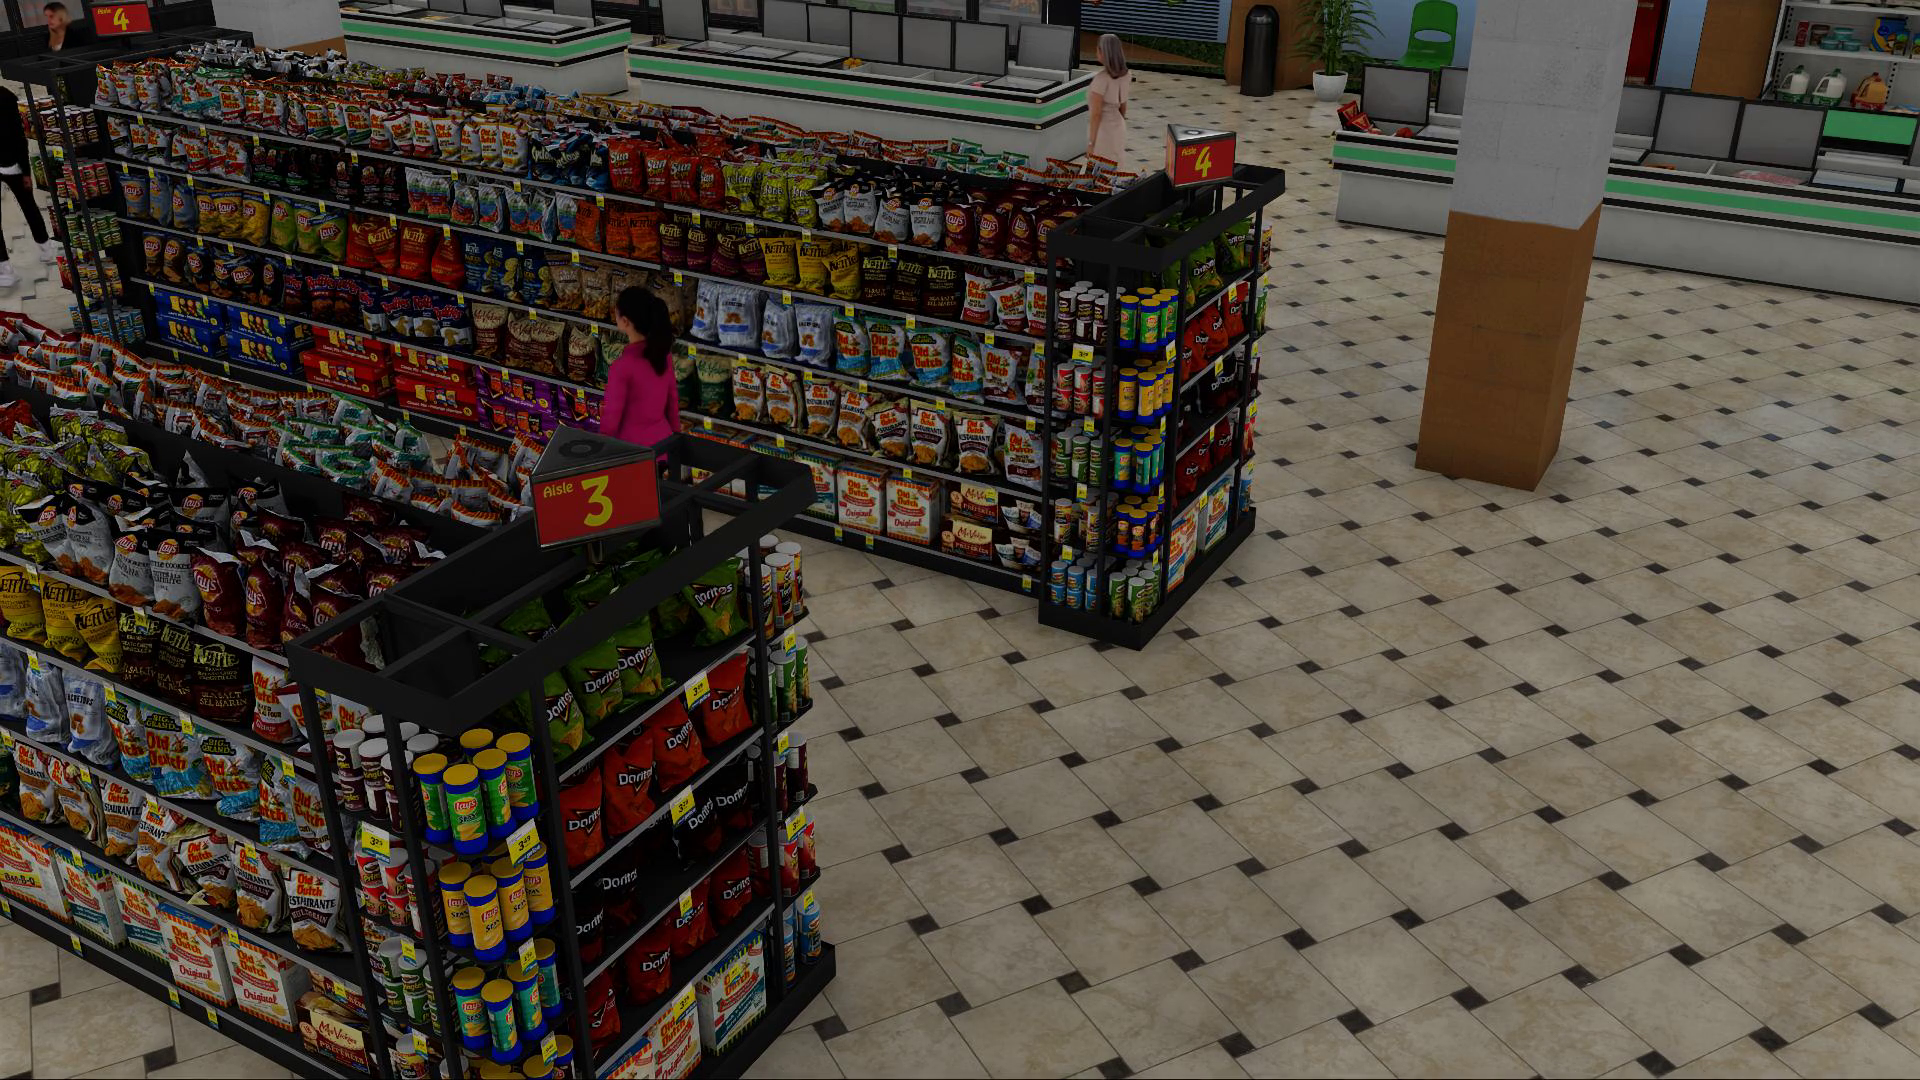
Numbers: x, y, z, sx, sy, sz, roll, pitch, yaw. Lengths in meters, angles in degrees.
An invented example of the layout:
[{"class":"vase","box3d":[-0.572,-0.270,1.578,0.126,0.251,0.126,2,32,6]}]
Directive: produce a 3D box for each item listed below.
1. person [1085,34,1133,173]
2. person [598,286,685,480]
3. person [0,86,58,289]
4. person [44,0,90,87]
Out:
[{"class":"person","box3d":[1.199,-3.200,13.457,0.602,1.734,0.632,21,34,36]},{"class":"person","box3d":[-1.413,-0.347,7.913,1.134,1.660,0.662,12,29,22]},{"class":"person","box3d":[-7.329,-2.788,12.612,1.230,1.763,1.275,-6,28,-12]},{"class":"person","box3d":[-8.064,-4.116,15.364,0.961,1.642,0.833,7,28,13]}]
